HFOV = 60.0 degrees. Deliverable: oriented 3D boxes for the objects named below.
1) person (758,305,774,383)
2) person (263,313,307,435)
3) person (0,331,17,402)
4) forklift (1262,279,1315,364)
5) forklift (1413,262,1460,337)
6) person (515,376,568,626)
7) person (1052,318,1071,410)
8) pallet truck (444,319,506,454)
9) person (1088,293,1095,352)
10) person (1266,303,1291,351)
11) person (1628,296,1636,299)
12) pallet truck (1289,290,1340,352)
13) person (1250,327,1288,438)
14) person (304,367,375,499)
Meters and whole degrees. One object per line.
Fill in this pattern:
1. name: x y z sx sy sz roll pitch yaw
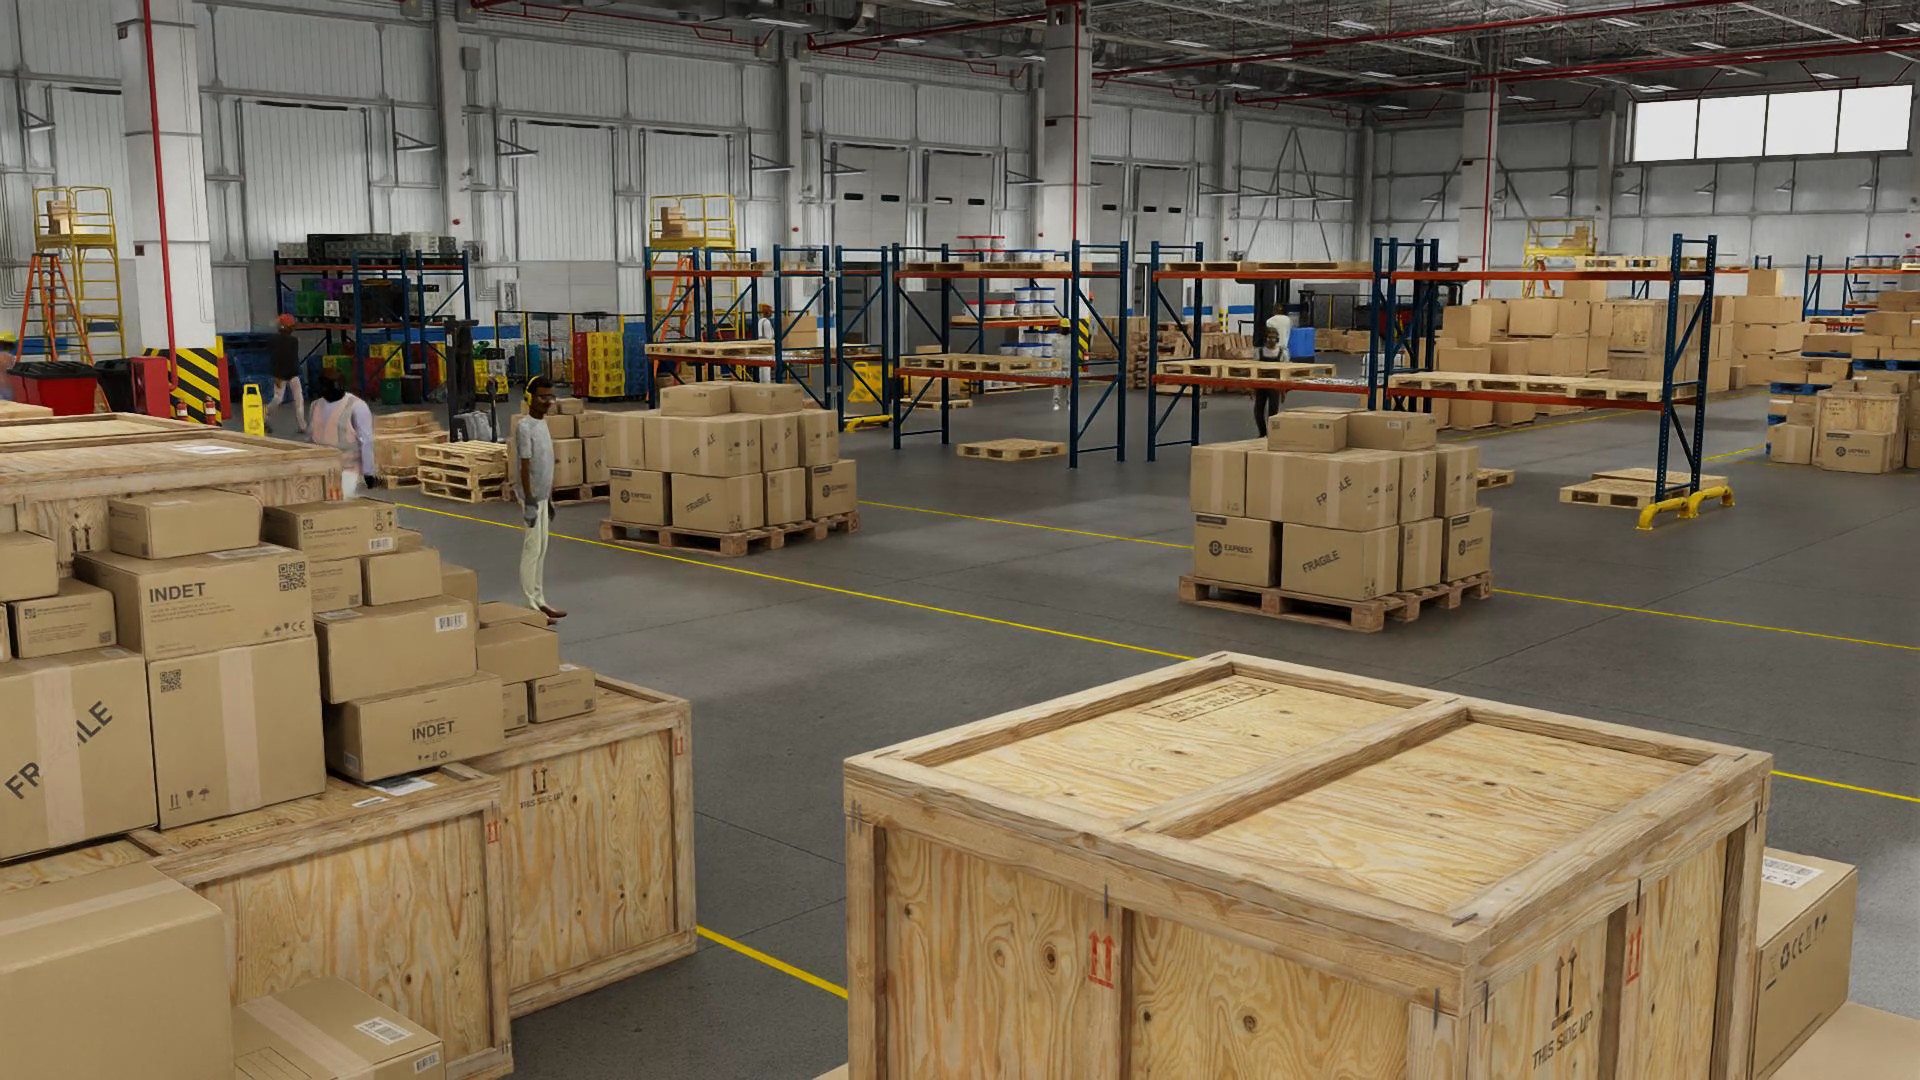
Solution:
1. person: -4.167 -4.123 35.872 0.354 1.884 0.576 -4 10 -26
2. person: -10.859 -2.650 26.636 0.916 1.965 0.611 5 10 27
3. person: -14.520 -2.322 25.339 0.541 1.720 0.923 8 12 41
4. forklift: 8.555 -6.090 44.881 1.873 2.768 1.129 9 13 43
5. forklift: 13.044 -6.163 45.331 1.129 2.768 1.873 1 9 4
6. person: -3.155 -0.297 12.480 0.335 1.865 0.520 0 9 3
7. person: 1.967 -3.303 31.309 0.483 1.737 0.321 0 9 3
8. pallet truck: -6.981 -1.942 22.150 1.885 1.965 0.823 1 9 9
9. person: 3.974 -6.670 51.362 0.548 1.929 0.388 -8 12 -41
10. person: 7.173 -4.376 37.421 0.634 1.895 1.022 -3 10 -15
11. person: 19.031 -6.015 47.431 0.904 1.904 0.616 -4 10 -23
12. pallet truck: 11.297 -6.951 52.861 1.885 1.965 0.823 -5 11 -29
13. person: 4.484 -2.185 24.149 0.537 1.827 0.576 3 10 17
14. person: -5.496 -0.595 14.491 0.638 1.798 0.944 4 10 25
